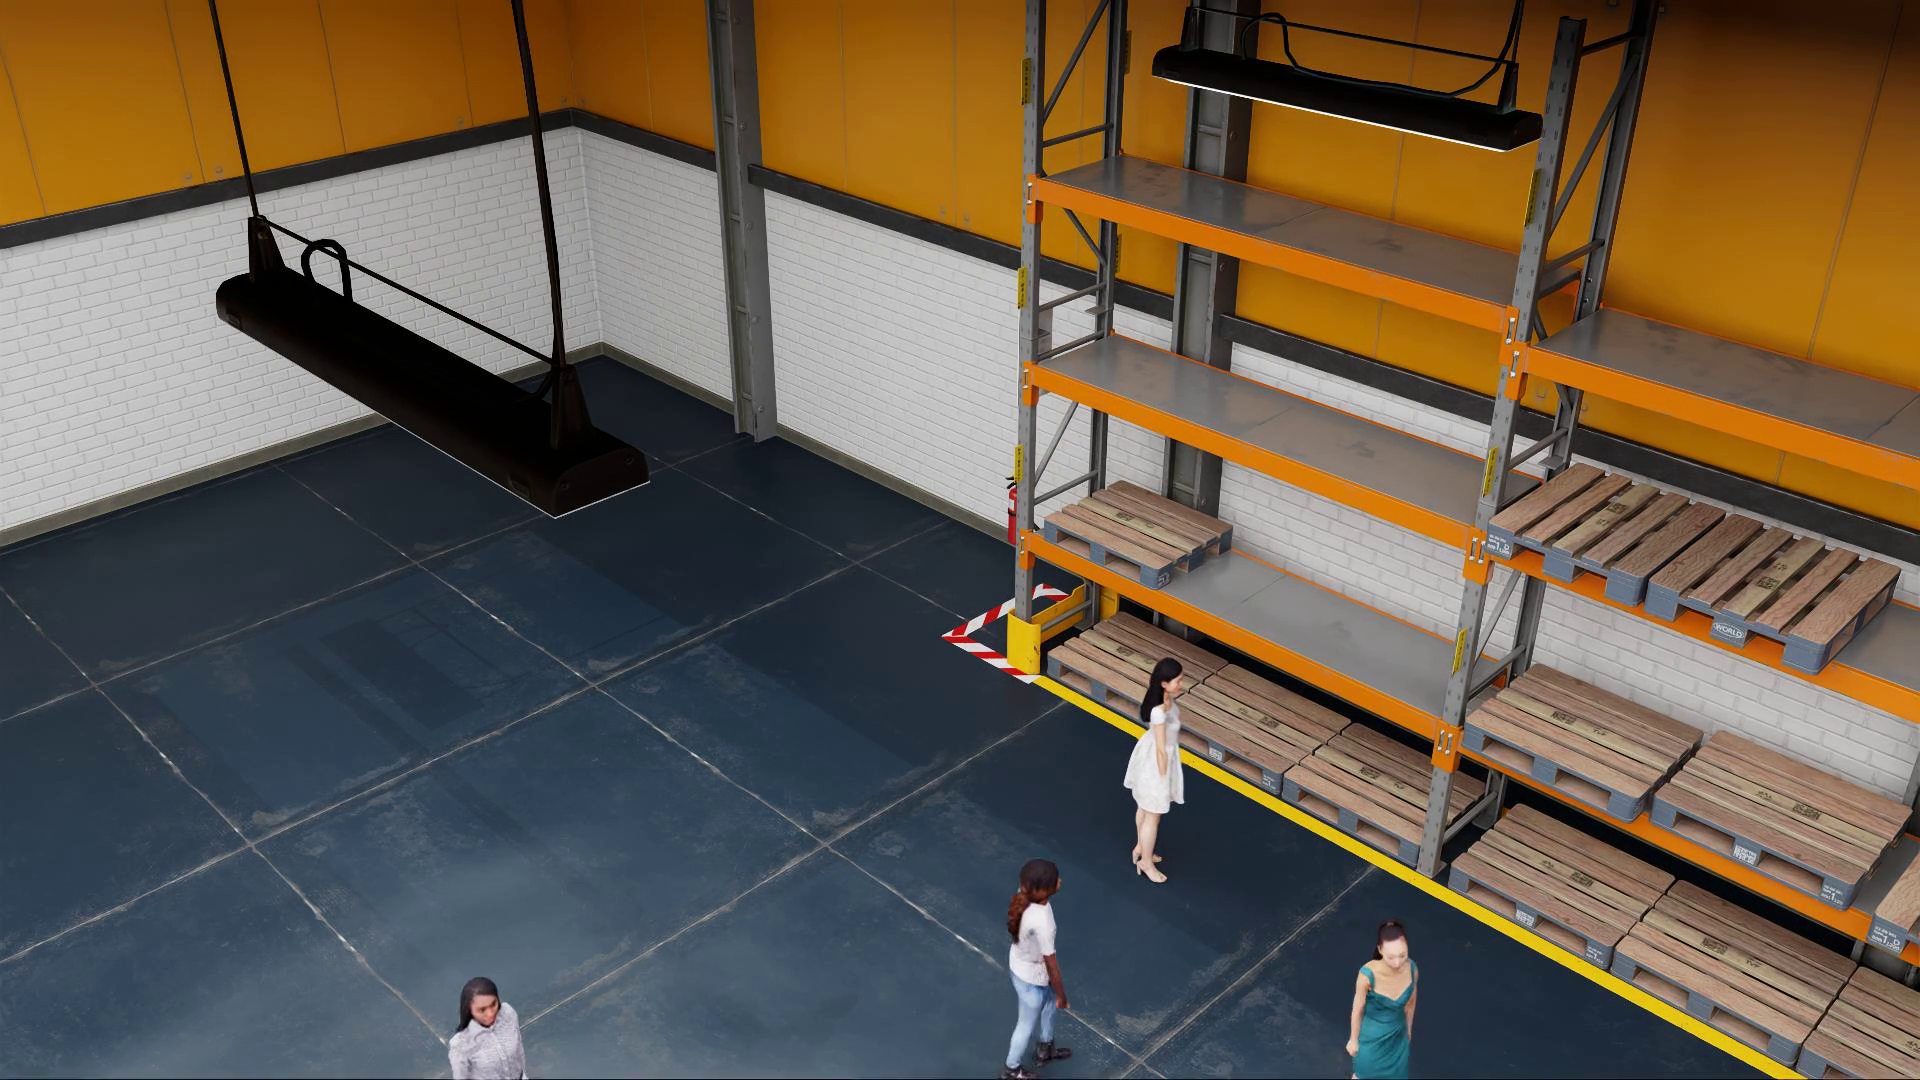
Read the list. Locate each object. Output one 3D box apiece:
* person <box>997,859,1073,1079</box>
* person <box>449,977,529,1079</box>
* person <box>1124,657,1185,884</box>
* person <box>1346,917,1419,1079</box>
[{"bbox_3d":[0.351,2.590,9.864,0.863,1.708,0.815,-6,29,-11],"label":"person"},{"bbox_3d":[-2.575,3.037,9.076,0.646,1.677,1.213,-24,37,-36],"label":"person"},{"bbox_3d":[1.377,1.595,11.617,0.831,1.776,0.775,1,29,2],"label":"person"},{"bbox_3d":[2.386,2.791,9.538,0.703,1.666,0.759,-6,29,-11],"label":"person"}]
